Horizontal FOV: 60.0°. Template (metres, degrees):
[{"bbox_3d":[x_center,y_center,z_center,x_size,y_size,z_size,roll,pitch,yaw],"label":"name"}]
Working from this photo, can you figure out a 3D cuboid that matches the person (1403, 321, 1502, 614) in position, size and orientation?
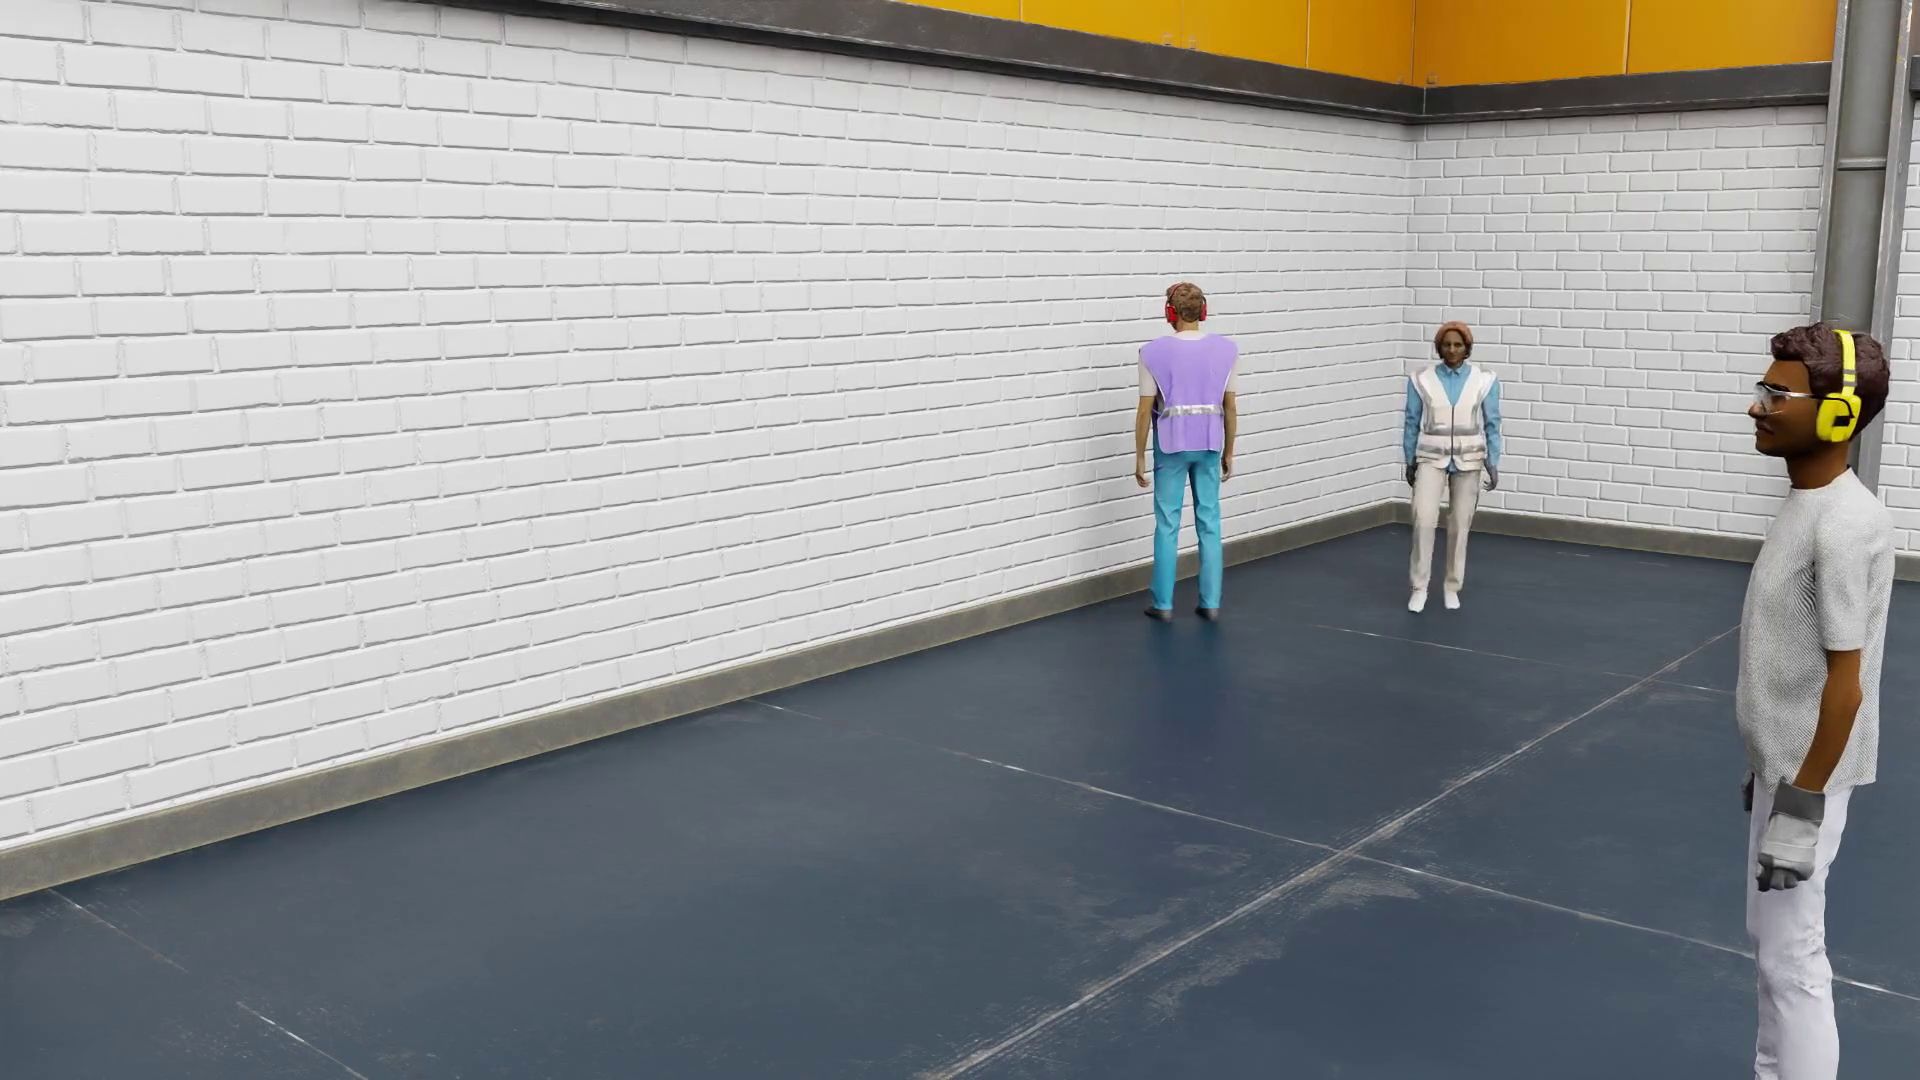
[{"bbox_3d":[2.717,-0.387,9.200,0.518,1.620,0.586,2,10,13],"label":"person"}]

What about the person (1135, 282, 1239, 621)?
[{"bbox_3d":[1.222,-0.464,8.995,0.563,1.842,0.399,-2,10,-9],"label":"person"}]

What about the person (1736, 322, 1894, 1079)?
[{"bbox_3d":[1.710,0.492,3.456,0.328,1.877,0.513,3,11,19],"label":"person"}]
